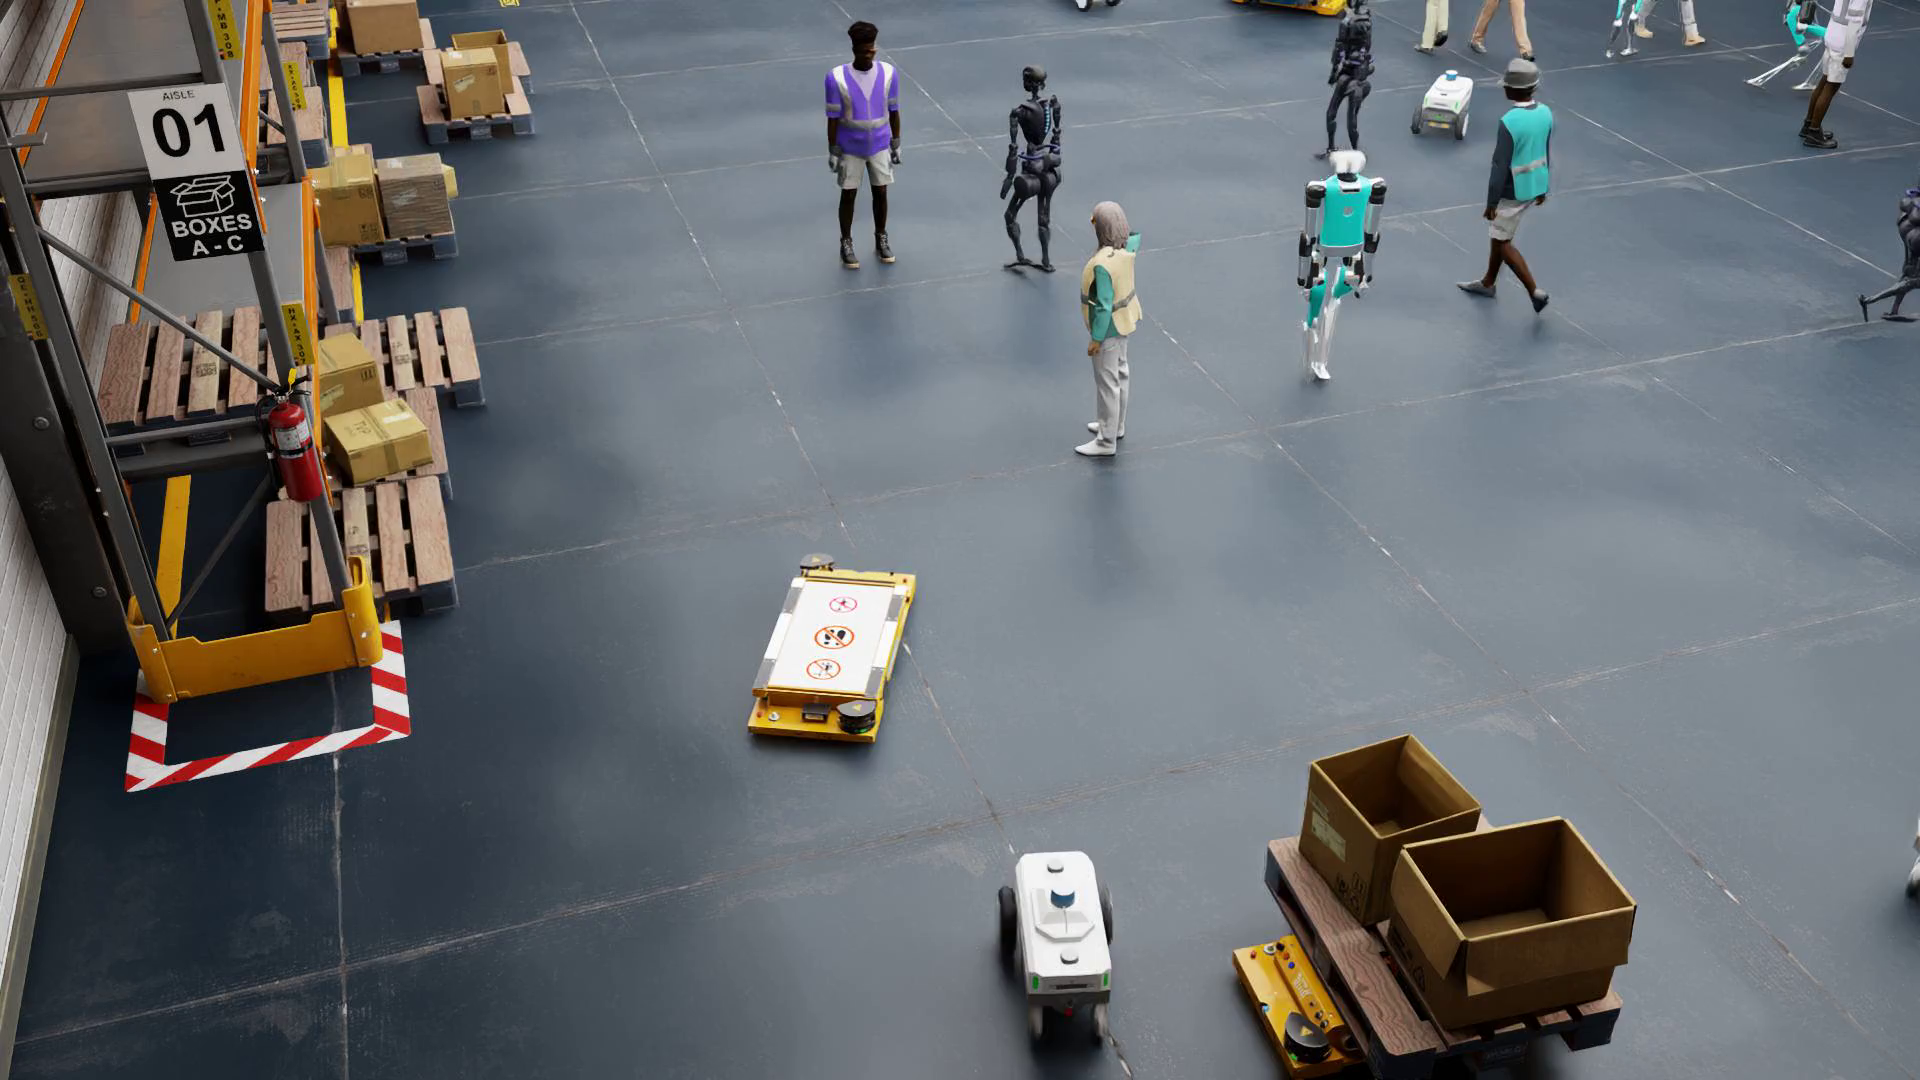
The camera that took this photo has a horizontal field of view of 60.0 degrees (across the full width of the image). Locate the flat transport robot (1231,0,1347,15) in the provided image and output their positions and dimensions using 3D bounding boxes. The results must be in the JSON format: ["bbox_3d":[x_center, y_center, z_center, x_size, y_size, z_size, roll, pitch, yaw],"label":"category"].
[{"bbox_3d":[3.905,-6.528,19.871,1.431,0.231,0.659,17,37,24],"label":"flat transport robot"}]

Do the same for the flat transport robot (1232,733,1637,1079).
[{"bbox_3d":[1.949,1.843,7.032,1.431,0.231,0.659,-8,34,-12],"label":"flat transport robot"}]

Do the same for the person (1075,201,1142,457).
[{"bbox_3d":[0.958,-1.328,10.574,0.371,1.710,0.465,12,35,18],"label":"person"}]

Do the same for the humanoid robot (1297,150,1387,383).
[{"bbox_3d":[2.512,-1.848,11.416,0.544,1.851,0.750,-2,33,-3],"label":"humanoid robot"}]

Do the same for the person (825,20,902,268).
[{"bbox_3d":[-0.749,-3.110,13.087,0.610,1.957,0.376,-11,35,-16],"label":"person"}]

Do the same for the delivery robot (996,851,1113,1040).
[{"bbox_3d":[0.425,1.670,7.049,0.499,0.608,0.797,-2,33,-3],"label":"delivery robot"}]

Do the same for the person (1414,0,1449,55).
[{"bbox_3d":[5.210,-6.167,17.899,0.690,1.815,0.469,-10,34,-15],"label":"person"}]

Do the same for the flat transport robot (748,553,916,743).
[{"bbox_3d":[-0.668,0.563,8.995,0.659,0.231,1.431,4,33,6],"label":"flat transport robot"}]

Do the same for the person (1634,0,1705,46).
[{"bbox_3d":[7.894,-6.347,18.185,0.482,1.815,0.928,-14,36,-20],"label":"person"}]

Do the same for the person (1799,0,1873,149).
[{"bbox_3d":[8.217,-4.610,15.411,0.384,1.930,0.542,8,34,12],"label":"person"}]

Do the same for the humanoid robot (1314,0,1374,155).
[{"bbox_3d":[3.553,-4.215,15.049,0.370,1.645,0.584,-10,35,-16],"label":"humanoid robot"}]

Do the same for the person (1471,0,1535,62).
[{"bbox_3d":[5.868,-5.909,17.686,0.457,1.610,0.939,-11,35,-16],"label":"person"}]

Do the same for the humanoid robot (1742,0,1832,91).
[{"bbox_3d":[8.498,-5.267,16.587,0.965,1.738,0.542,3,33,5],"label":"humanoid robot"}]

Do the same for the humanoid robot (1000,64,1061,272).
[{"bbox_3d":[0.590,-2.901,13.019,0.584,1.644,0.369,-27,42,-35],"label":"humanoid robot"}]

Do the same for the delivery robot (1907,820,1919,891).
[{"bbox_3d":[4.619,1.479,7.342,0.525,0.611,0.782,-13,35,-20],"label":"delivery robot"}]

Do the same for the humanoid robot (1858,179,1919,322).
[{"bbox_3d":[6.992,-2.343,12.176,0.544,1.646,0.601,3,33,4],"label":"humanoid robot"}]

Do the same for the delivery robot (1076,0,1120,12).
[{"bbox_3d":[1.522,-6.626,19.767,0.499,0.602,0.801,-19,37,-26],"label":"delivery robot"}]

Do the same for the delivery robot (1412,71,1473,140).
[{"bbox_3d":[4.703,-4.218,16.075,0.499,0.604,0.808,15,36,21],"label":"delivery robot"}]

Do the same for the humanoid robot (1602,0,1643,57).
[{"bbox_3d":[7.163,-5.927,17.603,0.537,1.755,0.845,13,35,19],"label":"humanoid robot"}]

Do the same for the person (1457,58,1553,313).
[{"bbox_3d":[4.189,-2.597,12.351,0.589,1.899,0.782,-27,42,-35],"label":"person"}]
